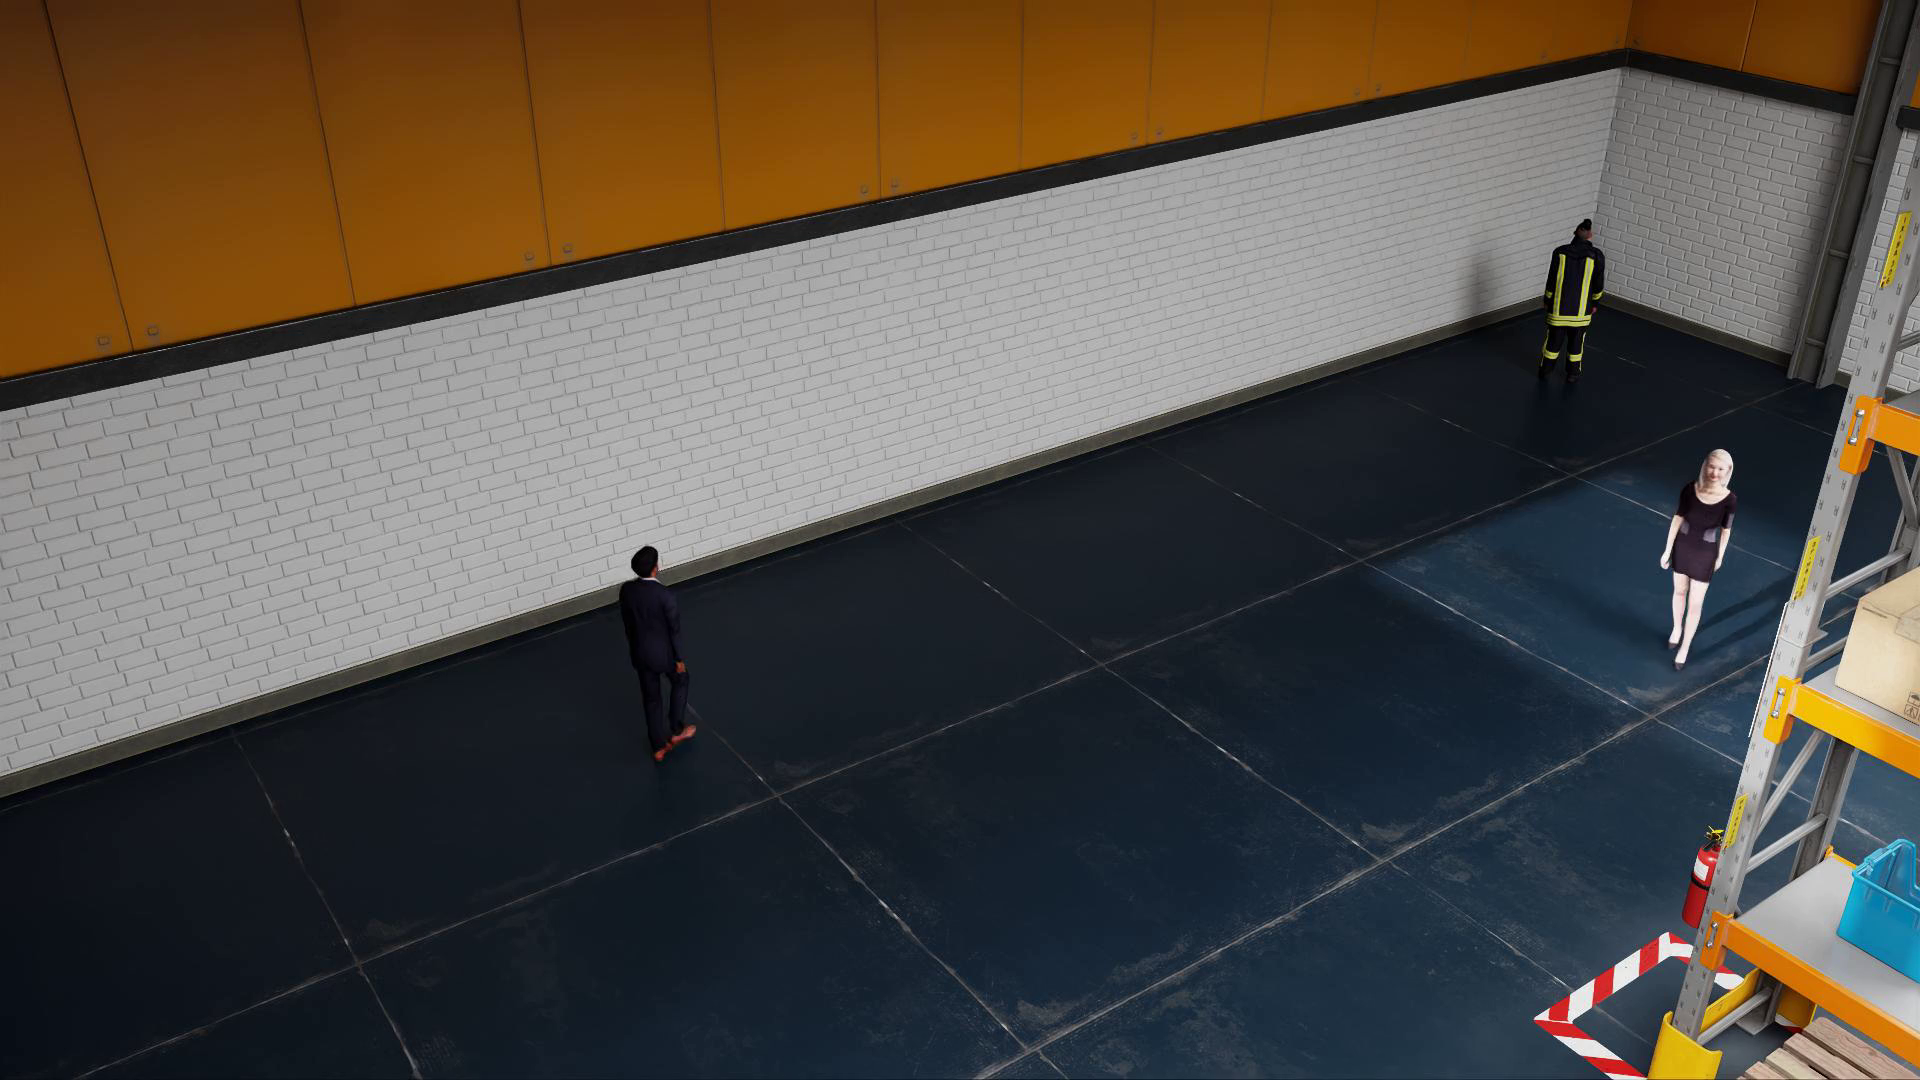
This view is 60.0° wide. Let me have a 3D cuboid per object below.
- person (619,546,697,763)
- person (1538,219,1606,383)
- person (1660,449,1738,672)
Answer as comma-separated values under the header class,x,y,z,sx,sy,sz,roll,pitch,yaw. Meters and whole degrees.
class,x,y,z,sx,sy,sz,roll,pitch,yaw
person,-2.221,0.862,11.903,0.798,1.718,0.871,10,30,17
person,6.670,-2.629,18.153,0.851,1.861,0.945,10,30,17
person,5.857,0.086,13.232,0.837,1.808,0.799,19,34,31
